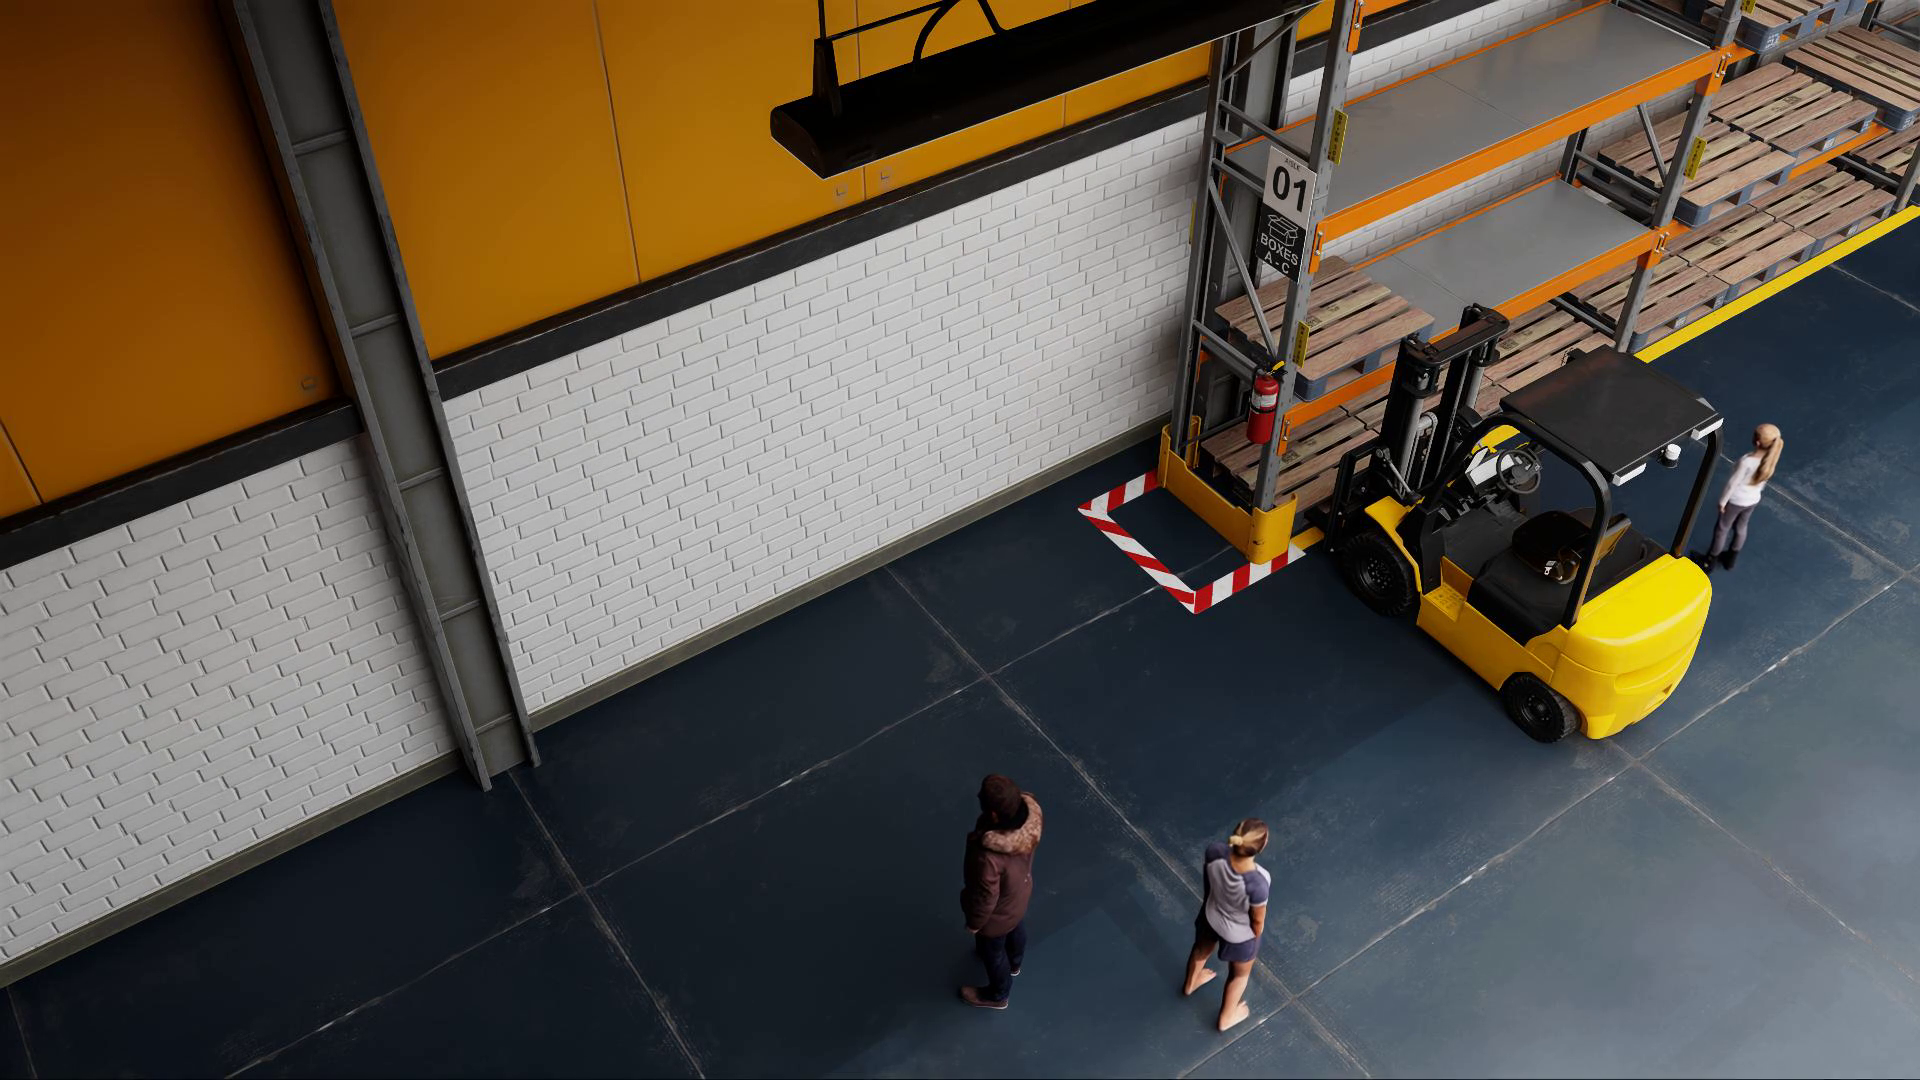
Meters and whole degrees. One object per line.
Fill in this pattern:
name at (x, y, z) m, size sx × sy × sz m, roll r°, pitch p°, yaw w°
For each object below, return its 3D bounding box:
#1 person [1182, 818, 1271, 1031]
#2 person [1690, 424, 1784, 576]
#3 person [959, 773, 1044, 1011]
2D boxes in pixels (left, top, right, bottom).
person at (1.445, 2.042, 8.903) m, size 0.540 × 1.620 × 0.576 m, roll -30°, pitch 51°, yaw -28°
person at (5.453, -0.281, 11.590) m, size 0.491 × 1.277 × 0.588 m, roll -14°, pitch 45°, yaw -14°
person at (0.211, 1.879, 8.909) m, size 0.936 × 1.848 × 0.828 m, roll 16°, pitch 46°, yaw 16°
